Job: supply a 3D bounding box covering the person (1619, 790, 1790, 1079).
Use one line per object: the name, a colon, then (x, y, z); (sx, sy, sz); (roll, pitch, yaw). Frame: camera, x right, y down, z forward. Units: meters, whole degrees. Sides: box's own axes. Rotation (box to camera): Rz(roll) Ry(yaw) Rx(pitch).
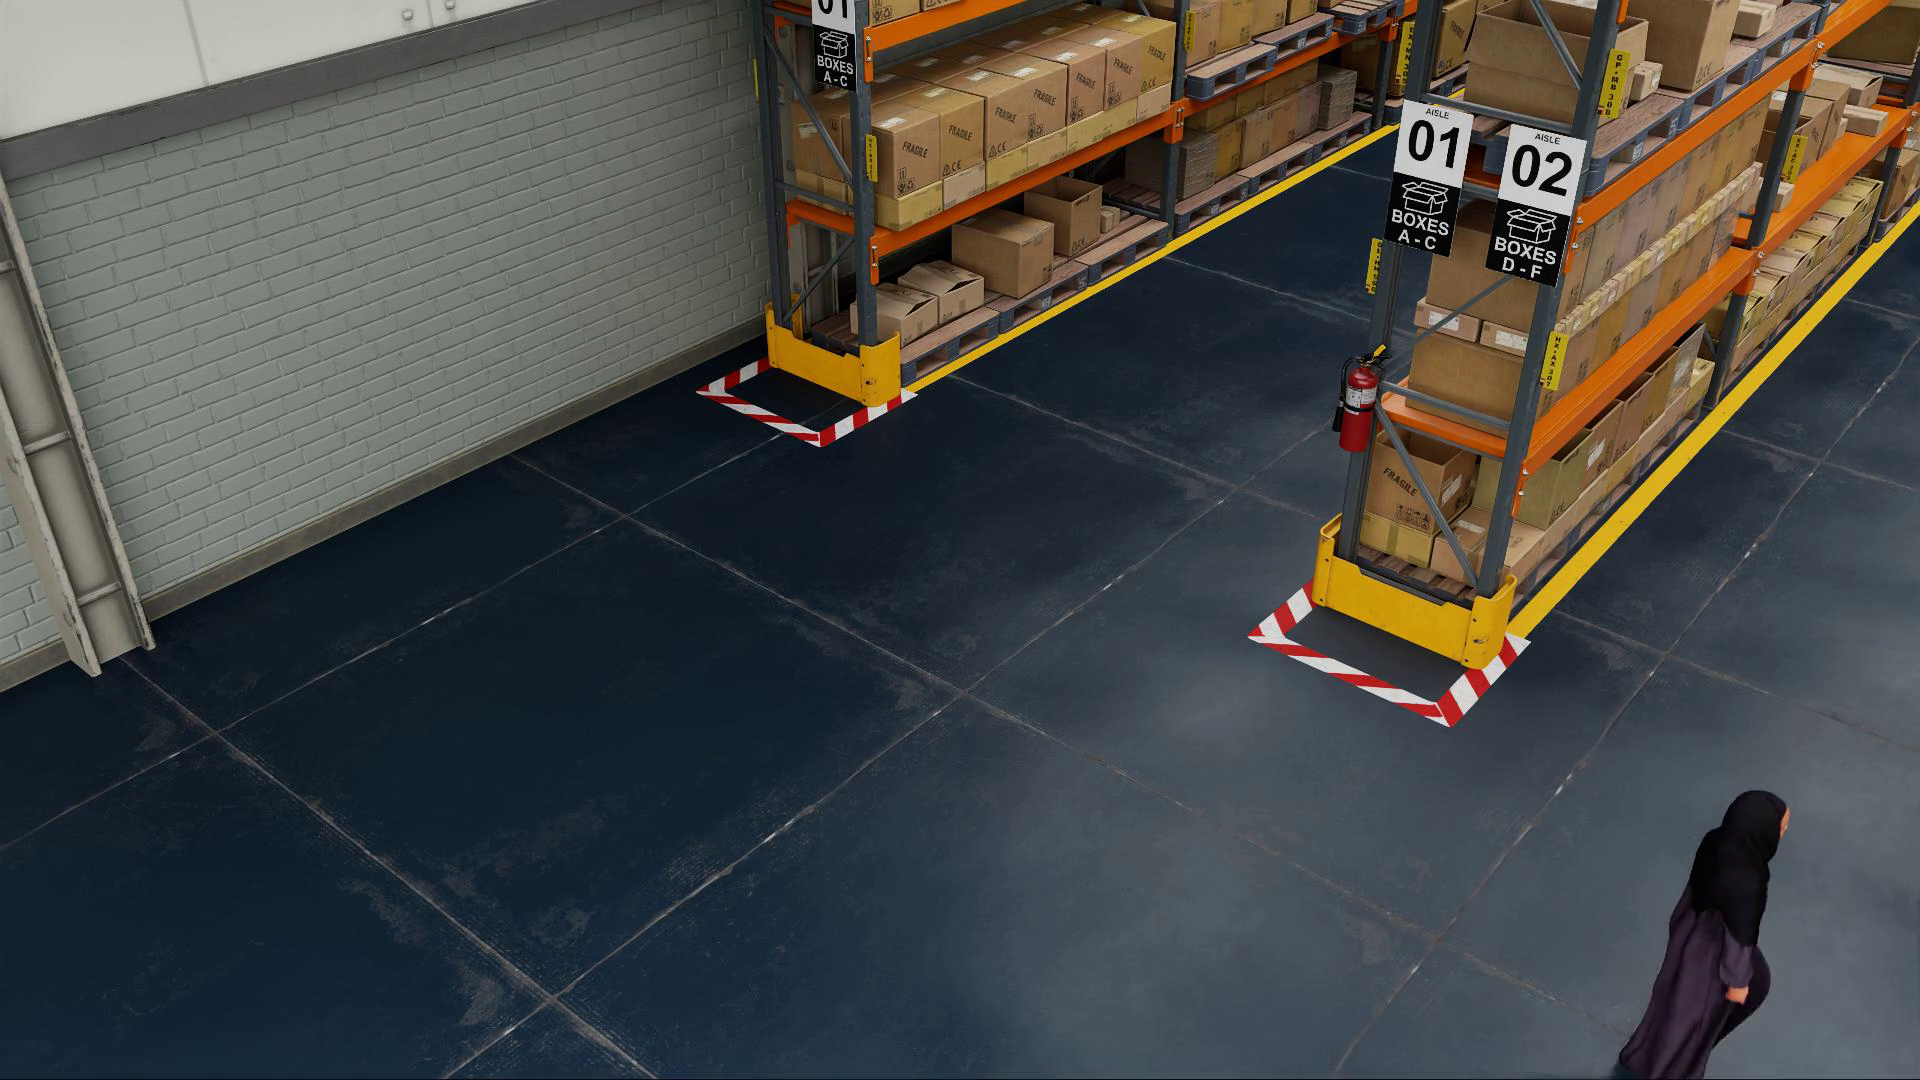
person: (3.076, 1.678, 6.988); (0.805, 1.608, 0.785); (10, 34, 15)
